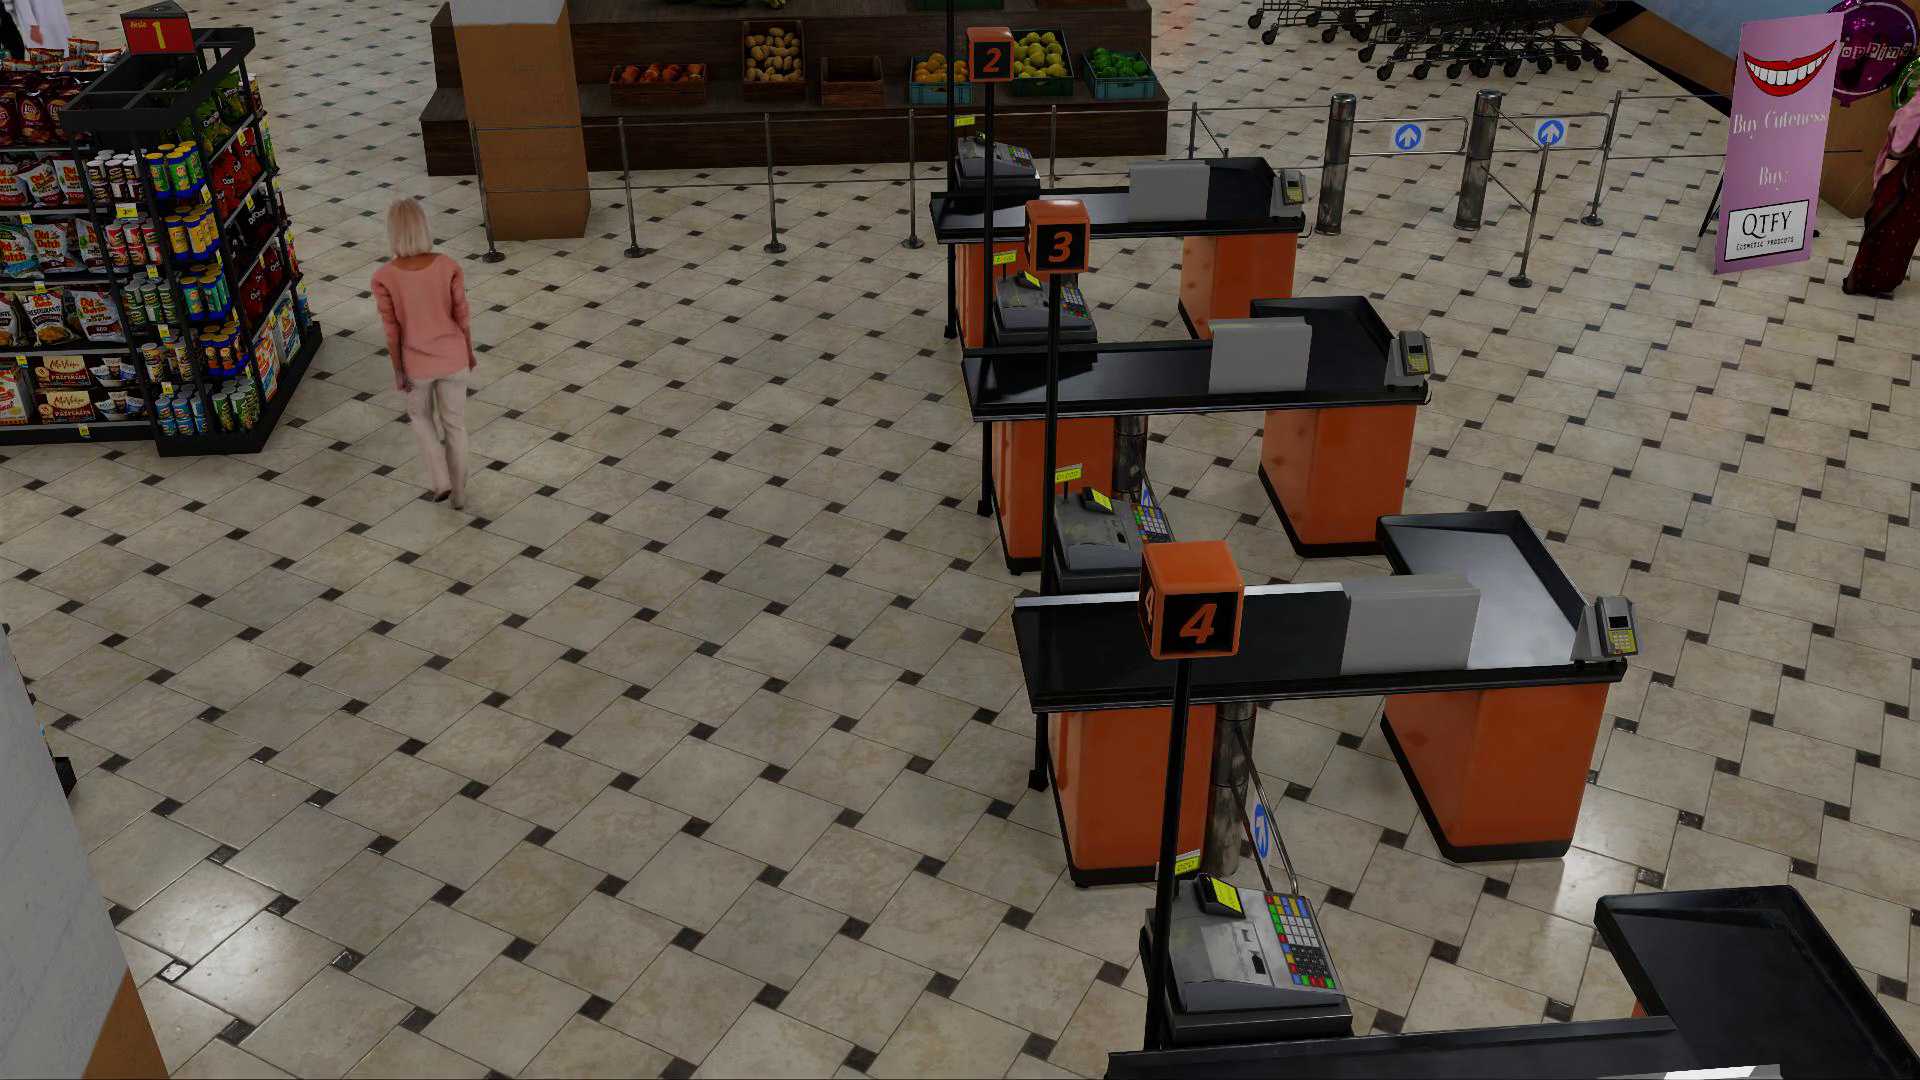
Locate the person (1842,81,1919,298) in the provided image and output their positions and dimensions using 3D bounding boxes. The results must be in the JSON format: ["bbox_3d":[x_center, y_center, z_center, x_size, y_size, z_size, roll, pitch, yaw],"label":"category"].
[{"bbox_3d":[6.263,-2.405,10.977,0.647,1.637,0.792,-12,34,-19],"label":"person"}]

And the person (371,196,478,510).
[{"bbox_3d":[-2.673,-0.888,8.464,0.692,1.714,0.752,-12,34,-18],"label":"person"}]

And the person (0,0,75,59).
[{"bbox_3d":[-7.571,-4.279,13.713,0.607,1.927,0.672,-2,32,-4],"label":"person"}]
